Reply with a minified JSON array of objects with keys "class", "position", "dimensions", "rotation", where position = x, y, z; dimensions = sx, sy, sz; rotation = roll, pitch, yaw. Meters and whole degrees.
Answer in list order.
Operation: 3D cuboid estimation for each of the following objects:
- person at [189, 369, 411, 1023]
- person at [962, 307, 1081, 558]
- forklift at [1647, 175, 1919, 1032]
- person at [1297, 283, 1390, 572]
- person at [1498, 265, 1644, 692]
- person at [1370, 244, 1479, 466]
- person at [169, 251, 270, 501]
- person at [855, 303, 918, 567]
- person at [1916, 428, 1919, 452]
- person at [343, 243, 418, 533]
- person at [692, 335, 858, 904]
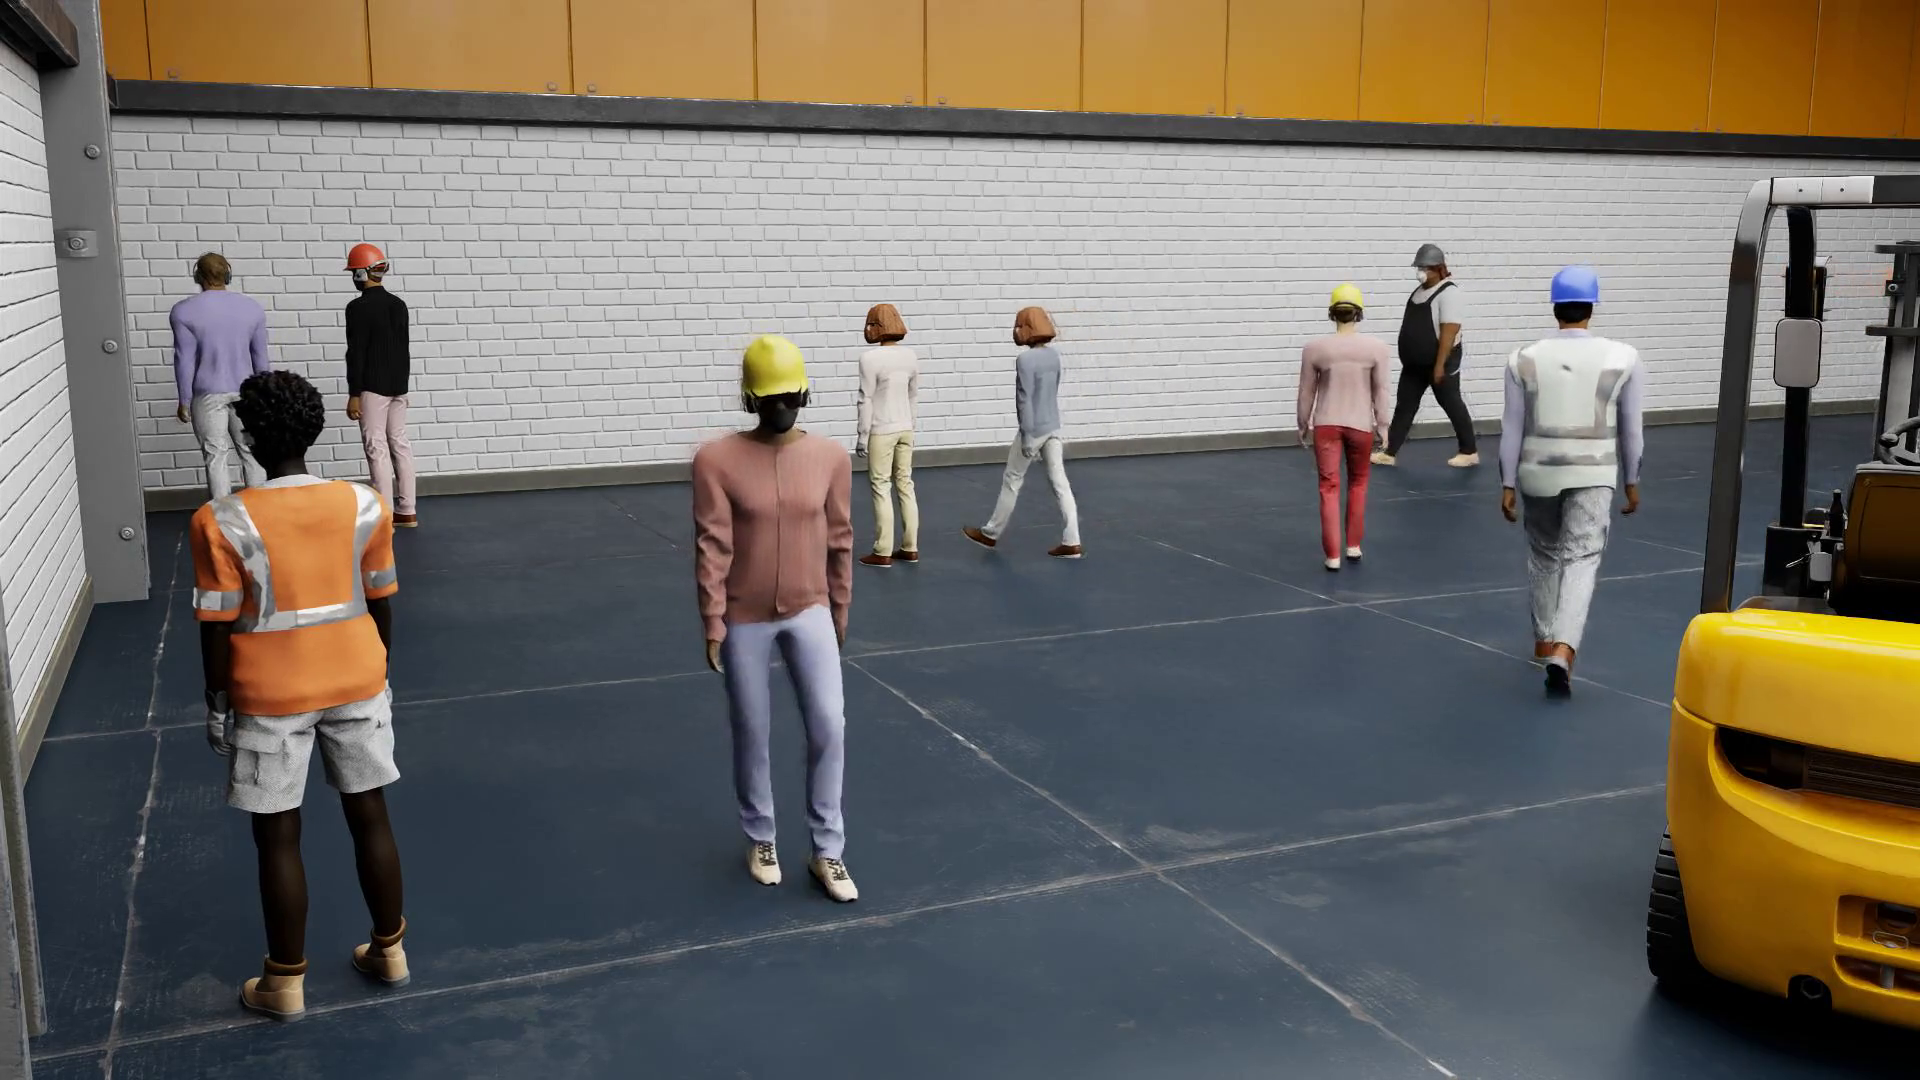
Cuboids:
[{"class":"person","position":[-1.714,0.403,4.359],"dimensions":[0.532,1.691,0.322],"rotation":[-10,14,-44]},{"class":"person","position":[0.435,-0.686,10.615],"dimensions":[0.858,1.581,0.525],"rotation":[7,13,34]},{"class":"forklift","position":[2.810,0.094,4.662],"dimensions":[1.214,2.155,2.313],"rotation":[7,12,34]},{"class":"person","position":[2.356,-0.703,10.260],"dimensions":[0.554,1.740,0.684],"rotation":[2,10,11]},{"class":"person","position":[2.763,-0.289,7.576],"dimensions":[0.609,1.914,0.932],"rotation":[5,12,27]},{"class":"person","position":[4.171,-1.651,14.702],"dimensions":[1.056,2.000,0.686],"rotation":[-3,11,-18]},{"class":"person","position":[-4.979,-0.974,11.249],"dimensions":[0.352,1.937,0.635],"rotation":[10,14,43]},{"class":"person","position":[-0.444,-0.646,10.314],"dimensions":[0.281,1.624,0.494],"rotation":[8,13,39]},{"class":"person","position":[4.972,-0.441,8.351],"dimensions":[0.579,1.921,0.452],"rotation":[-7,13,-35]},{"class":"person","position":[-4.024,-1.041,11.491],"dimensions":[0.402,1.988,0.613],"rotation":[3,11,15]},{"class":"person","position":[-0.545,0.251,5.064],"dimensions":[0.525,1.738,0.650],"rotation":[-4,11,-19]}]
